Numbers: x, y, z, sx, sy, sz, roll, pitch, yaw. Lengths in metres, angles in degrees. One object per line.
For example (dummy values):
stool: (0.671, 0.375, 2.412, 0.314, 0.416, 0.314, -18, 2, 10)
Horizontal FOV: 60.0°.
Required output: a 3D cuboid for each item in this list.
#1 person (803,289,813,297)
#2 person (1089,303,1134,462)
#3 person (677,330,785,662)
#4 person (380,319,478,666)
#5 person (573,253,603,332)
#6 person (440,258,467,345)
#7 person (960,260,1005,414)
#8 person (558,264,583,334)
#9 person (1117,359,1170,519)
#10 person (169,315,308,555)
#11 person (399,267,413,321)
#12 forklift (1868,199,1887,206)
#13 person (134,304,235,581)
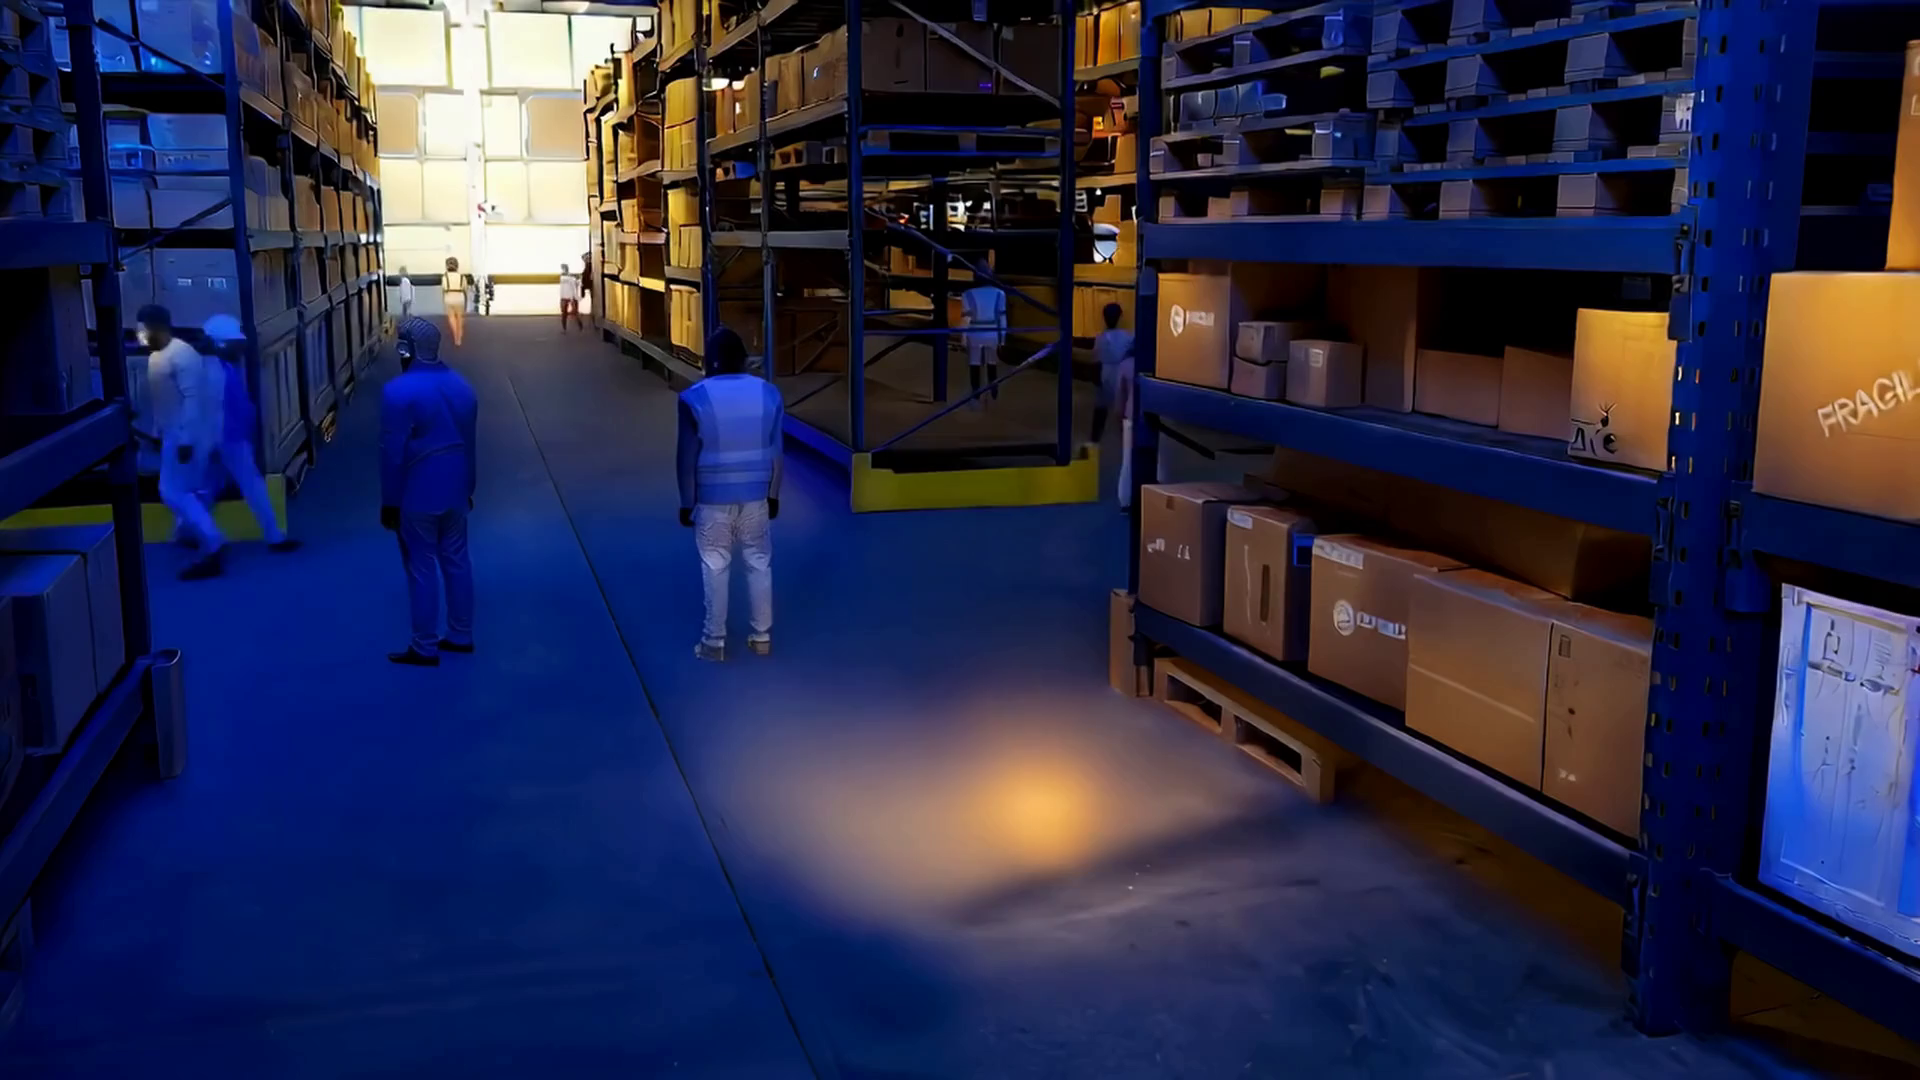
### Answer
person: (-3.362, -4.866, 34.750, 0.639, 1.793, 0.985, -5, 11, -24)
person: (1.617, -1.656, 17.511, 0.551, 1.654, 0.873, -3, 11, -16)
person: (-1.281, -0.243, 9.252, 0.626, 1.844, 0.429, -6, 12, -29)
person: (-2.956, -0.264, 9.222, 0.400, 1.901, 0.645, 5, 11, 26)
person: (-9.249, -6.178, 41.520, 1.053, 1.930, 0.639, -9, 14, -41)
person: (-11.104, -5.233, 36.508, 0.558, 1.886, 0.988, -5, 11, -24)
person: (0.289, -2.682, 22.075, 0.615, 2.038, 0.395, -3, 11, -14)
person: (-9.560, -5.933, 40.851, 0.504, 1.697, 0.905, 3, 11, 14)
person: (1.542, -0.982, 13.987, 0.506, 1.592, 0.845, 5, 11, 25)
person: (-5.397, -0.755, 12.222, 0.921, 1.788, 0.601, -5, 11, -25)
person: (-13.479, -5.825, 40.437, 0.363, 1.627, 0.514, -3, 11, -14)
forklift: (11.338, -2.915, 21.052, 1.129, 2.768, 1.873, -3, 11, -17)
person: (-5.331, -0.658, 11.395, 0.454, 1.896, 0.669, -8, 13, -37)
